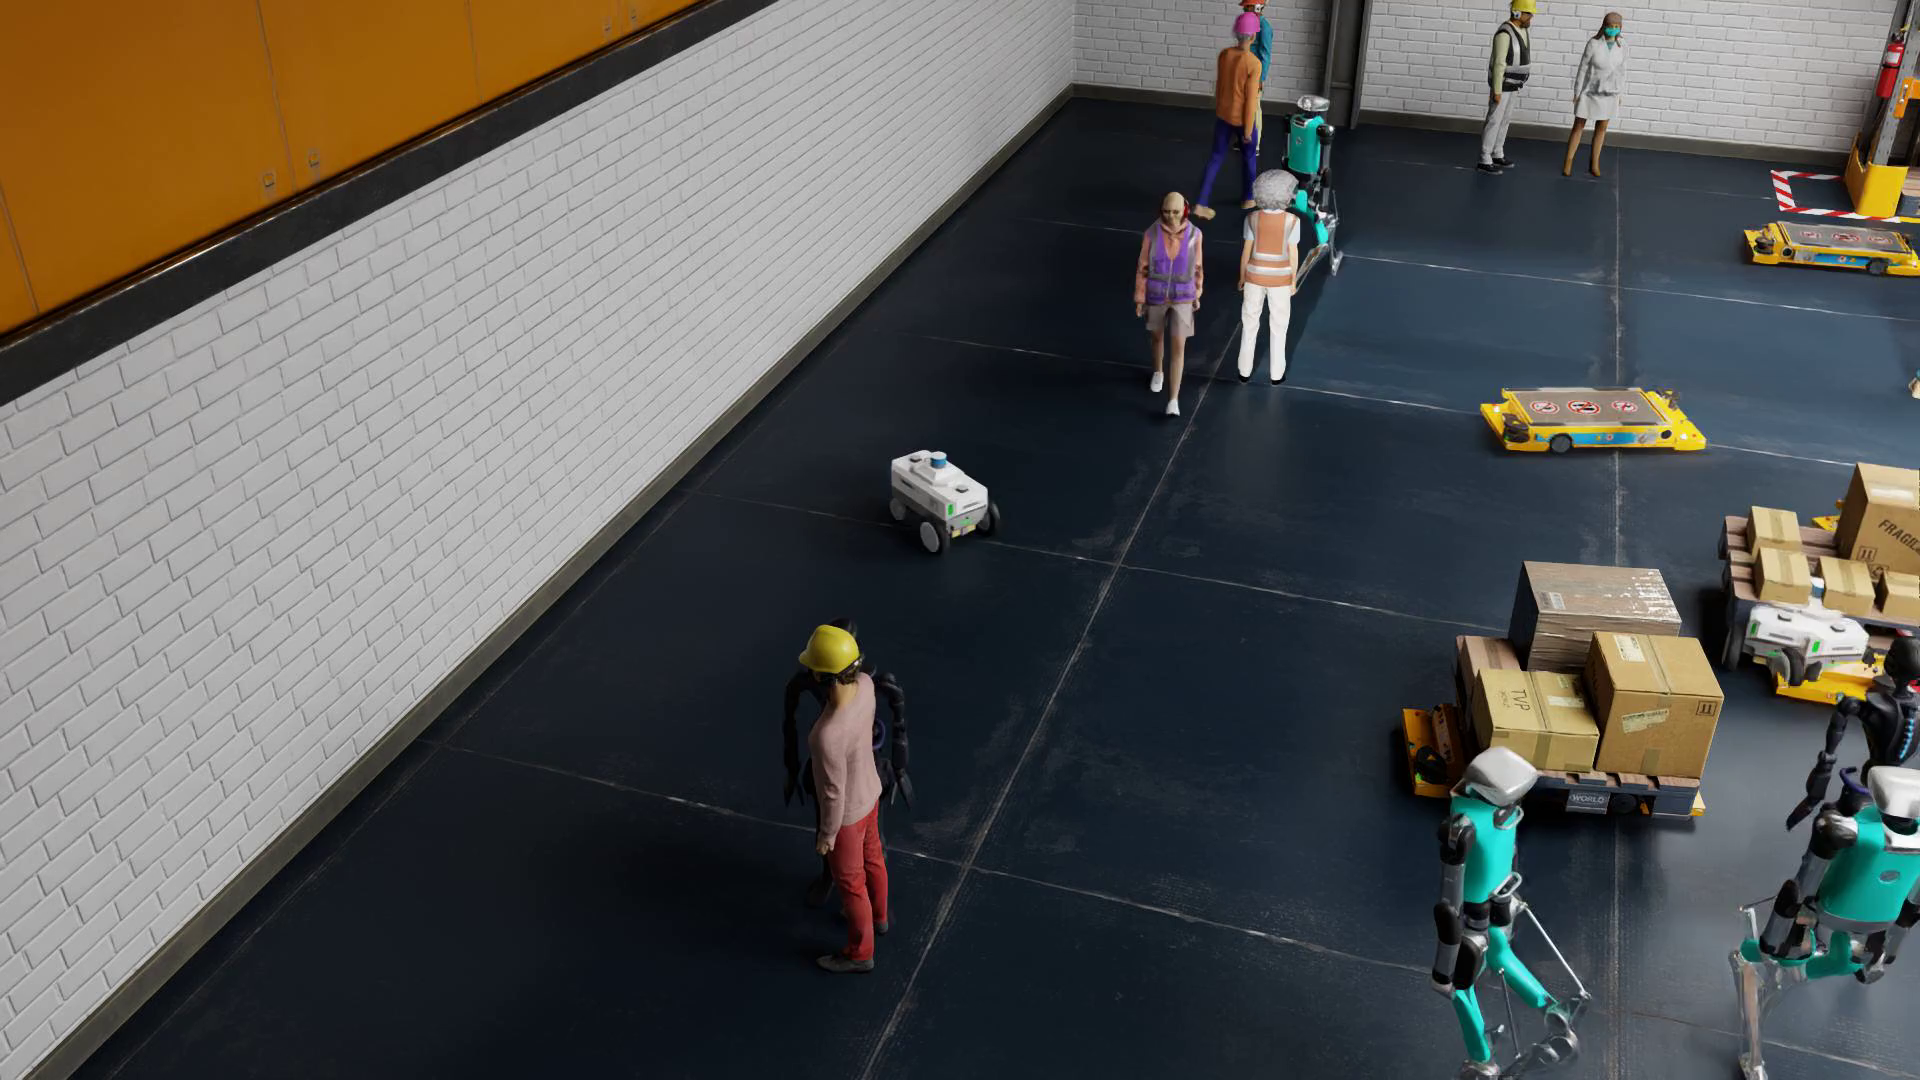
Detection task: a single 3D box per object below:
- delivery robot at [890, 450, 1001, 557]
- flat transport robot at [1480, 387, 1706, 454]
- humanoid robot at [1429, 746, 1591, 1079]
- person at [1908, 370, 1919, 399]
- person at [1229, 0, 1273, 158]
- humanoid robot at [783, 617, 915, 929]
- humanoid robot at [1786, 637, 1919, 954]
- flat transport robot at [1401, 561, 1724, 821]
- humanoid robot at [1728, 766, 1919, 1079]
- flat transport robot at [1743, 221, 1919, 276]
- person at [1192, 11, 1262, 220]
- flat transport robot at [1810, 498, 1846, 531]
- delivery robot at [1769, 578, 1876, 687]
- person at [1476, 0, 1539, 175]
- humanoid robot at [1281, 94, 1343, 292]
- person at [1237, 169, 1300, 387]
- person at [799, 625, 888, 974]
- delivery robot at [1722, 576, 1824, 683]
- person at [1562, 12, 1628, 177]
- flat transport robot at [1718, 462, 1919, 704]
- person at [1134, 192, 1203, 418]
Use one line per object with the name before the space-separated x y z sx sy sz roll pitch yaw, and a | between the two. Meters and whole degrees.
delivery robot | -0.120 -0.270 10.817 0.499 0.610 0.788 -21 36 -31
flat transport robot | 4.600 -0.873 12.111 1.431 0.231 0.659 0 30 -1
humanoid robot | 2.122 1.638 6.407 0.826 1.801 0.543 25 39 36
person | 7.479 -1.885 12.264 0.515 1.861 0.381 18 35 28
person | 3.043 -4.927 17.541 0.337 1.749 0.572 -9 32 -15
humanoid robot | -0.506 1.019 7.501 0.602 1.643 0.429 1 30 1
humanoid robot | 3.983 1.167 7.255 0.603 1.641 0.398 2 30 3
flat transport robot | 3.084 1.124 8.713 1.431 0.231 0.659 4 31 6
humanoid robot | 3.395 1.506 6.682 0.545 1.855 0.874 1 30 2
flat transport robot | 7.953 -2.657 15.145 1.431 0.231 0.659 7 31 13
person | 2.612 -4.044 15.860 0.524 1.937 1.004 26 39 36
flat transport robot | 6.345 -0.058 10.725 1.431 0.231 0.659 -5 31 -8
delivery robot | 4.837 0.514 9.485 0.499 0.612 0.813 -2 31 -3
person | 5.622 -4.689 17.072 0.403 1.825 0.590 21 37 32
humanoid robot | 3.174 -2.992 14.298 0.970 1.770 0.531 -20 36 -30
person | 2.327 -1.970 12.574 0.445 1.686 0.315 8 31 14
person | -0.513 1.130 7.226 0.326 1.766 0.531 8 31 14
delivery robot | 4.717 0.448 9.570 0.499 0.583 0.765 13 33 21
person | 6.503 -4.530 16.955 0.496 1.660 0.337 2 31 4
flat transport robot | 5.098 0.509 9.759 0.659 0.231 1.431 10 32 16
person | 1.528 -1.747 12.235 0.486 1.643 0.898 5 31 9
